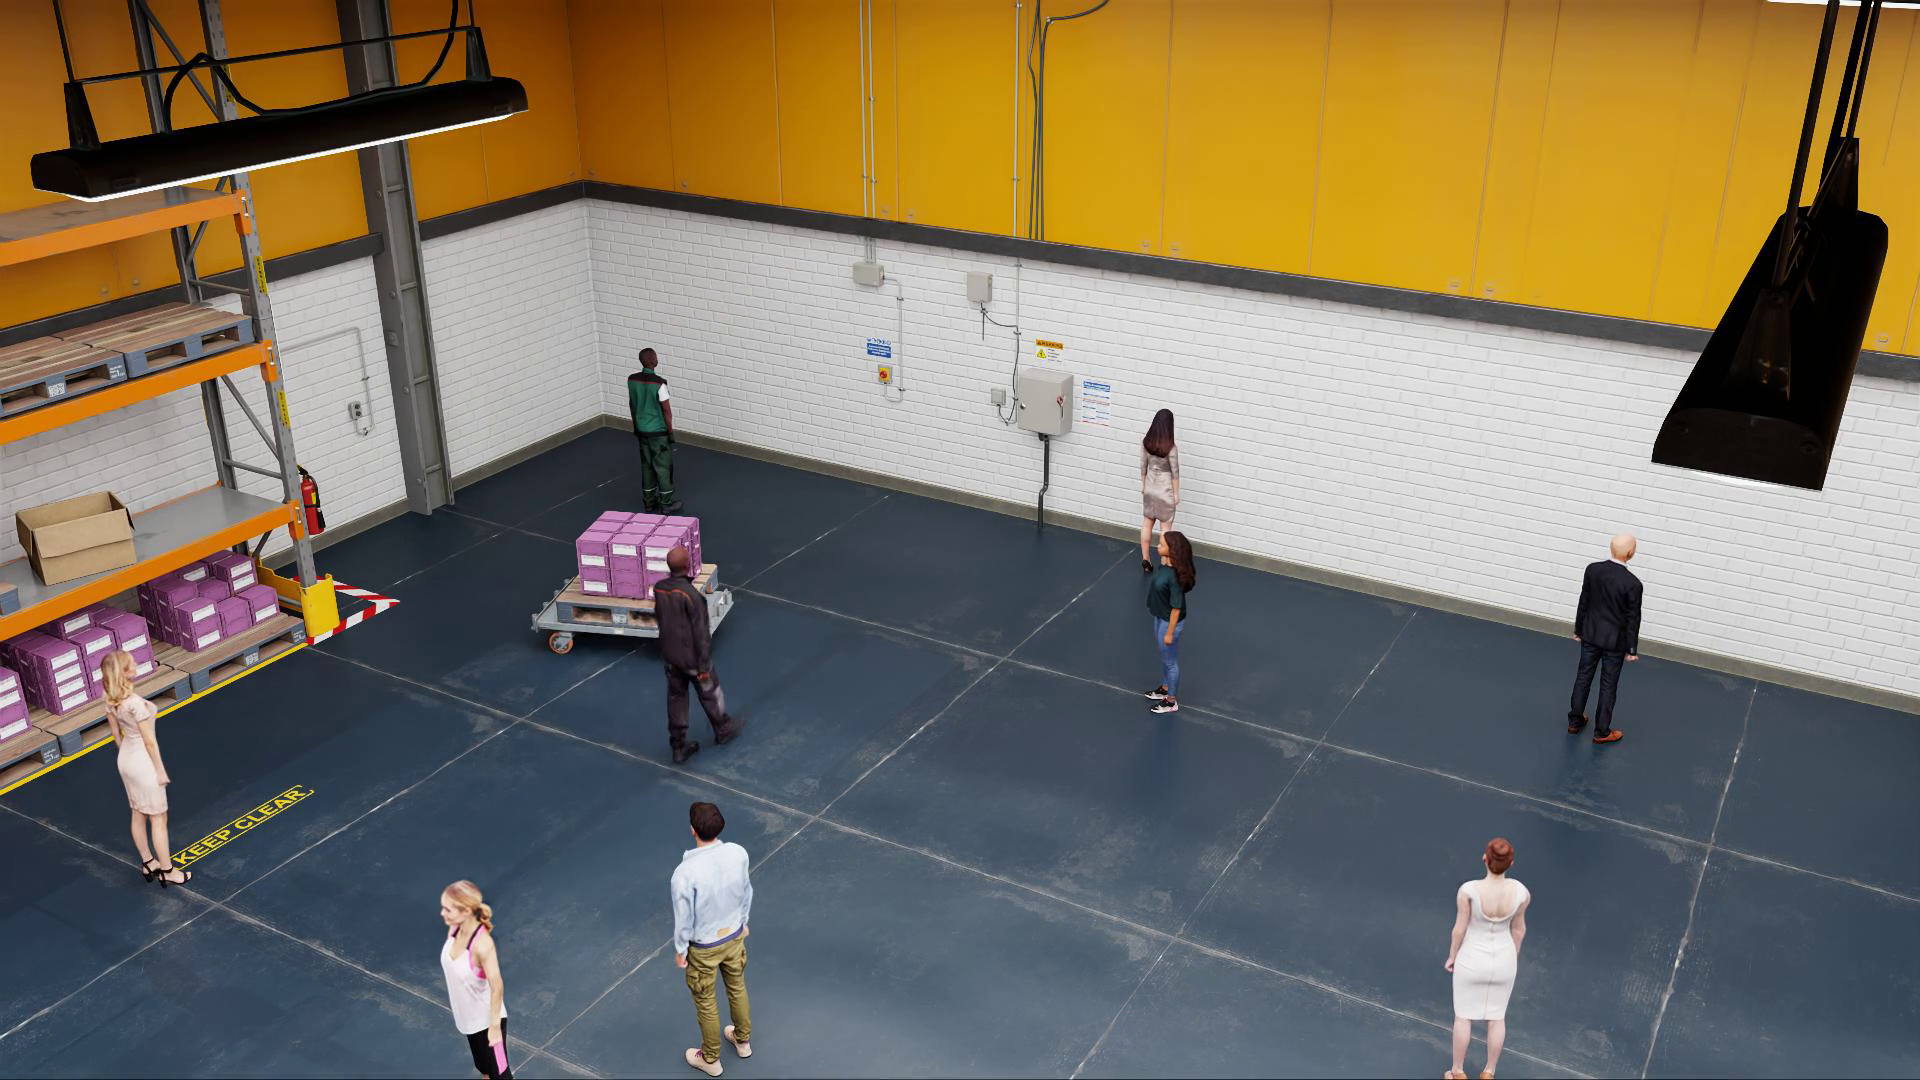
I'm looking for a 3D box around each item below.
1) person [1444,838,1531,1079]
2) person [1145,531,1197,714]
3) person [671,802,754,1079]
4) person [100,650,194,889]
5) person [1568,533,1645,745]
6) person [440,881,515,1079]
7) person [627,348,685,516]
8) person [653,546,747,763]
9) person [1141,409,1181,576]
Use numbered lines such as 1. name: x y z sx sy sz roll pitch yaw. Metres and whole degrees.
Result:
1. person: 3.026 2.466 9.602 0.639 1.791 0.619 2 24 5
2. person: 1.755 0.671 13.927 0.770 1.617 0.688 -1 24 -1
3. person: -1.460 2.347 9.849 0.613 1.811 0.800 -21 31 -39
4. person: -5.705 1.592 11.554 0.565 1.830 0.496 14 27 29
5. person: 5.218 0.779 13.453 0.707 1.798 0.764 -18 29 -35
6. person: -2.640 2.636 9.220 0.630 1.786 0.674 -19 30 -37
7. person: -3.297 -1.177 17.877 0.684 1.839 0.604 12 26 25
8. person: -2.216 0.932 13.088 0.711 1.811 0.925 14 27 29
9. person: 1.961 -0.459 16.350 0.620 1.747 0.560 19 30 36
